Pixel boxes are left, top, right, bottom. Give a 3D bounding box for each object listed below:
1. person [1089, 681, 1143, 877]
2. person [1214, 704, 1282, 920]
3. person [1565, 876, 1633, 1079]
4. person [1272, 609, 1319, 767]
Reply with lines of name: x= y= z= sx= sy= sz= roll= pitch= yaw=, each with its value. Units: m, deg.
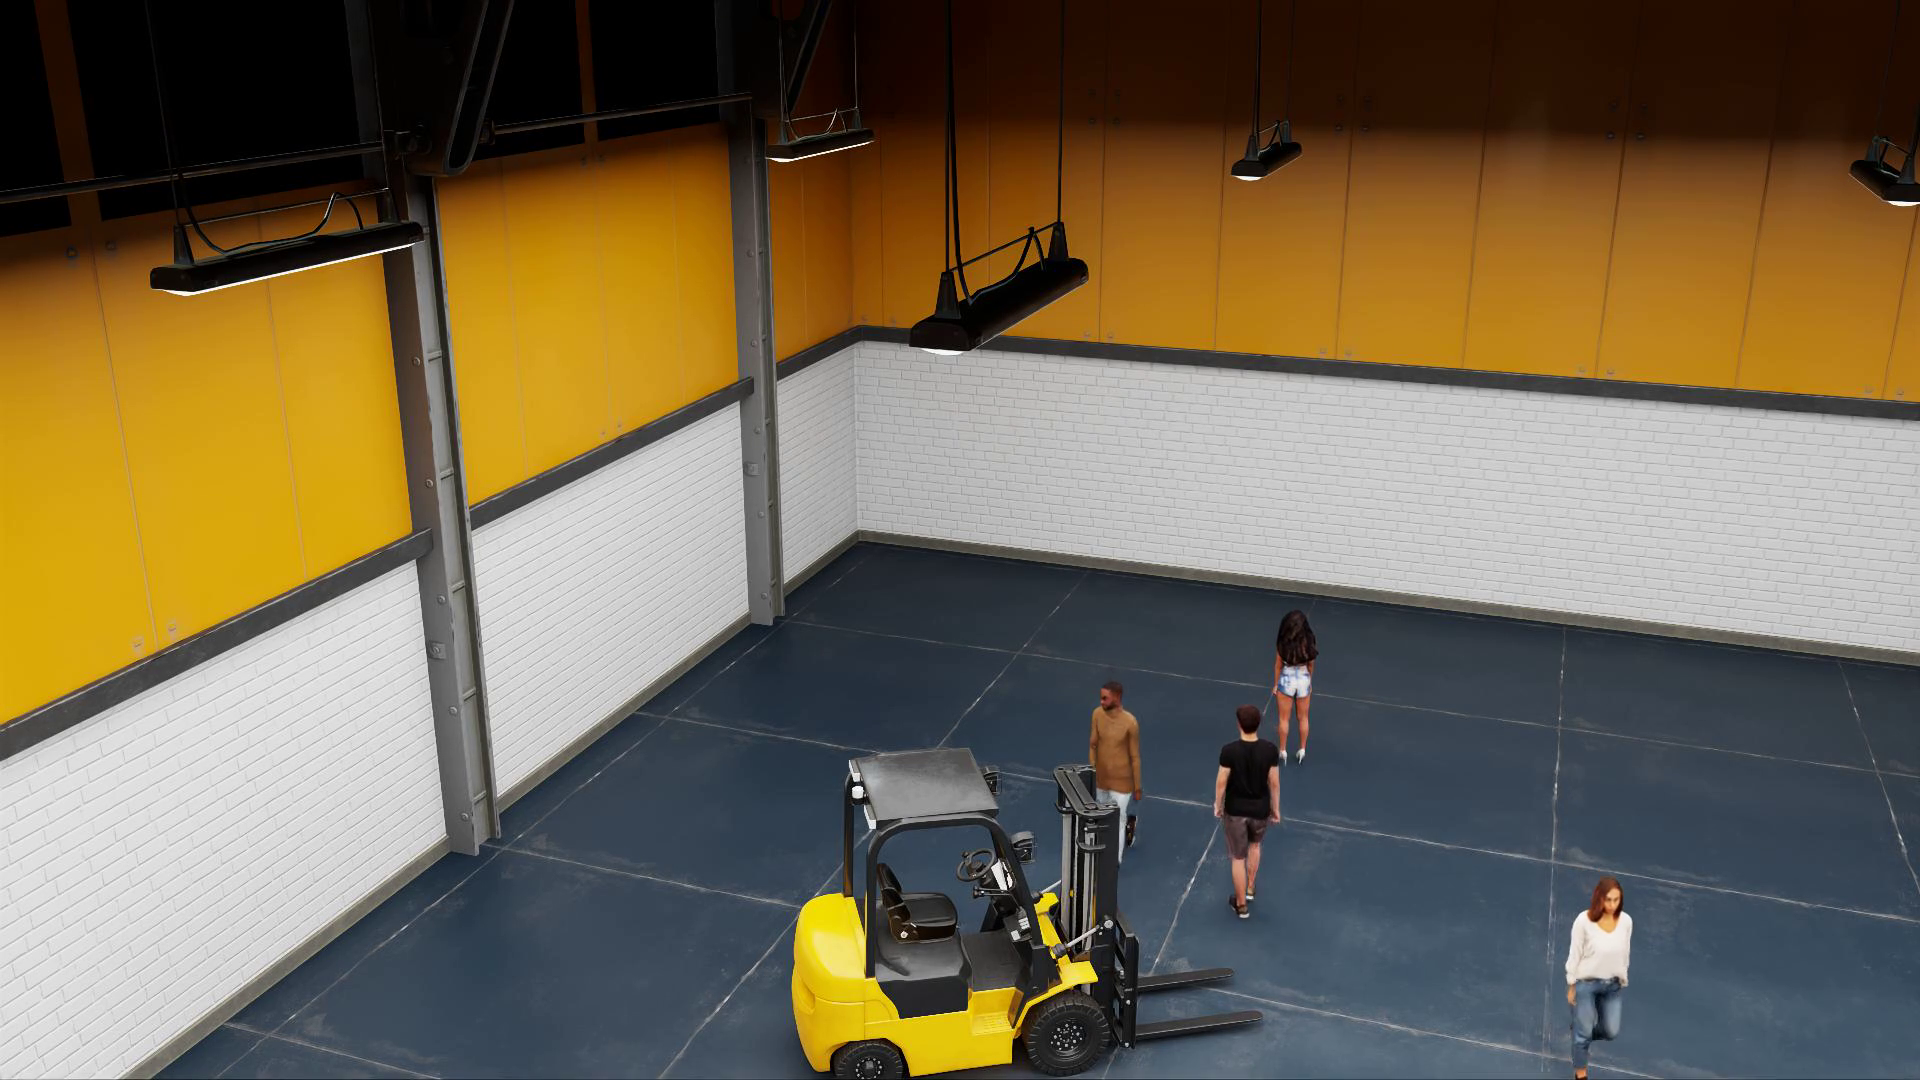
person: x=1.372 y=2.045 z=14.519 sx=0.824 sy=1.802 sz=1.096 roll=11 pitch=21 yaw=29
person: x=2.391 y=2.277 z=13.757 sx=0.859 sy=1.849 sz=0.919 roll=-2 pitch=19 yaw=-5
person: x=4.420 y=3.078 z=11.657 sx=0.743 sy=1.670 sz=0.807 roll=-1 pitch=19 yaw=-2
person: x=3.313 y=1.464 z=16.520 sx=0.647 sy=1.626 sz=0.677 roll=-2 pitch=19 yaw=-6
